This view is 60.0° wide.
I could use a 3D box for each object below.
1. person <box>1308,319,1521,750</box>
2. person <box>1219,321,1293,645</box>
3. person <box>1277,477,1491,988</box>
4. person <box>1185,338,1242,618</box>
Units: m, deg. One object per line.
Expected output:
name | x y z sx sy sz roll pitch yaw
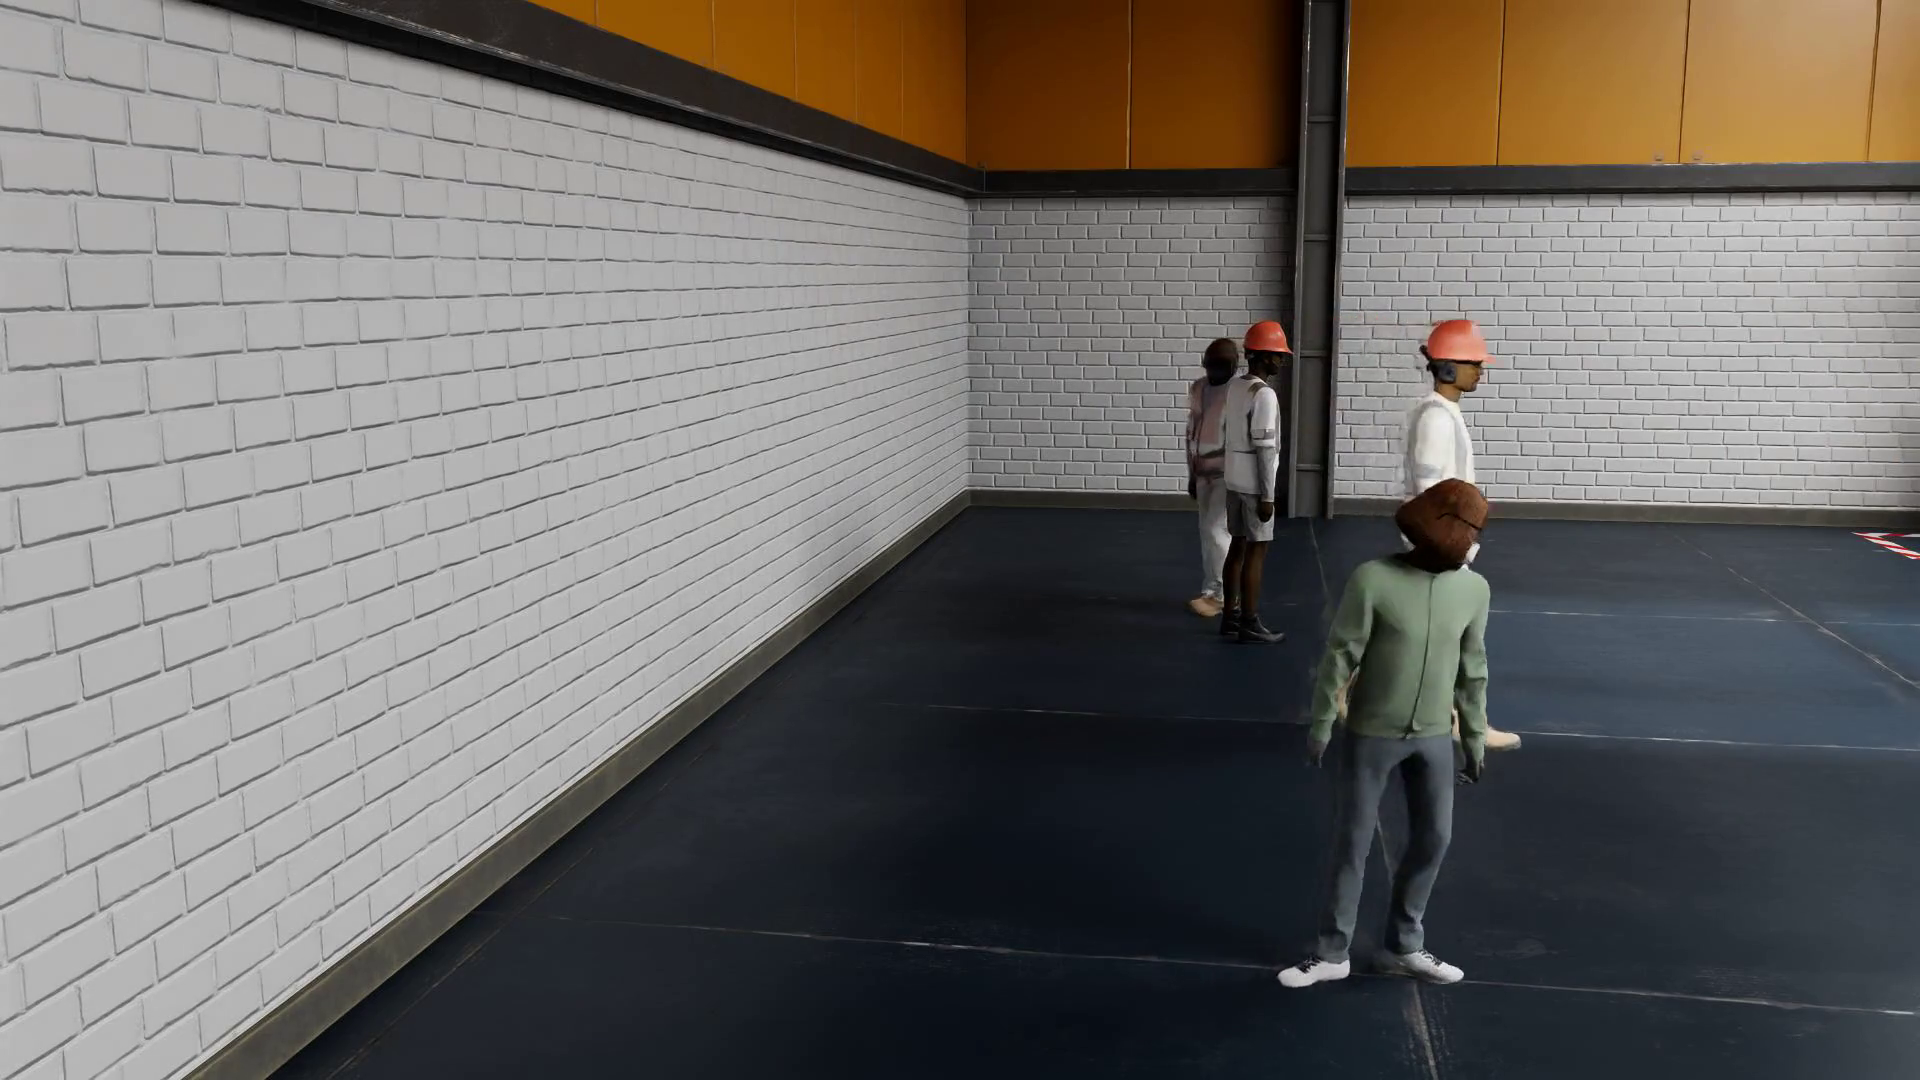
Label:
person | 2.146 -0.029 7.784 0.928 2.014 0.613 3 10 17
person | 1.774 -0.334 9.924 0.377 1.930 0.539 -2 9 -13
person | 1.297 0.609 5.047 0.643 1.609 0.324 -2 9 -13
person | 1.660 -0.389 10.663 0.505 1.813 0.631 -5 10 -29
